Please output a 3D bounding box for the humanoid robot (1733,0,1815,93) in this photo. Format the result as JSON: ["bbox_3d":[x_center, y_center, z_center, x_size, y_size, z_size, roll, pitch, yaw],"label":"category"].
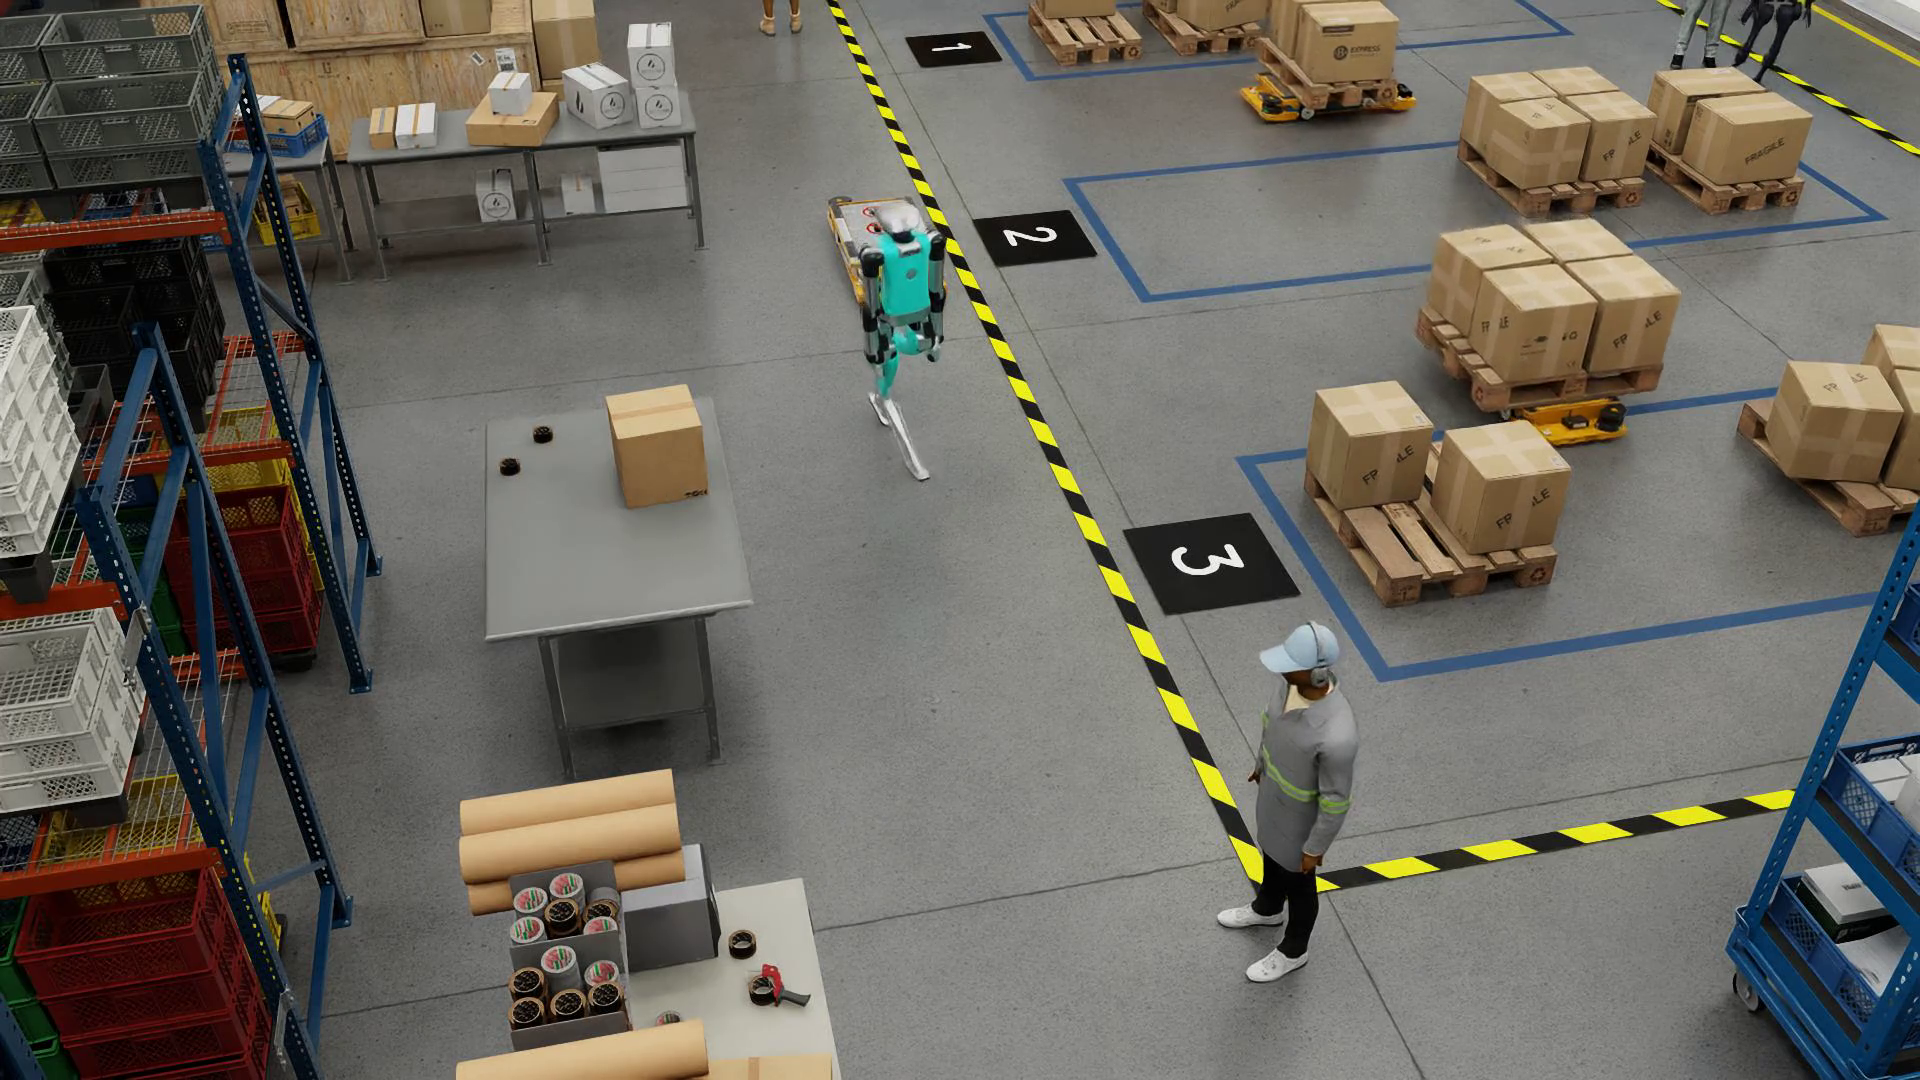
[{"bbox_3d":[7.307,-4.812,14.852,0.614,1.641,0.394,4,37,5],"label":"humanoid robot"}]

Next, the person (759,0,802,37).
[{"bbox_3d":[-1.799,-5.879,15.985,0.606,2.049,0.436,-10,38,-13],"label":"person"}]

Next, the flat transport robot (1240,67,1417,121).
[{"bbox_3d":[3.312,-4.038,14.958,1.431,0.197,0.652,-8,37,-10],"label":"flat transport robot"}]

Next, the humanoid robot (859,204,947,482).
[{"bbox_3d":[-0.456,-1.311,10.121,0.531,1.778,1.018,-18,40,-22],"label":"humanoid robot"}]

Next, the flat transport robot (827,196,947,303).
[{"bbox_3d":[-0.570,-2.220,12.538,0.659,0.231,1.431,-8,37,-10],"label":"flat transport robot"}]

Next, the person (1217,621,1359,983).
[{"bbox_3d":[1.331,1.067,6.793,0.387,1.850,0.599,-9,38,-11],"label":"person"}]

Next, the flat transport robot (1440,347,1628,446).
[{"bbox_3d":[3.758,-1.096,11.003,0.652,0.197,1.431,-8,37,-10],"label":"flat transport robot"}]

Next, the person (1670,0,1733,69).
[{"bbox_3d":[6.978,-5.239,15.280,0.591,1.837,0.404,8,37,11],"label":"person"}]
